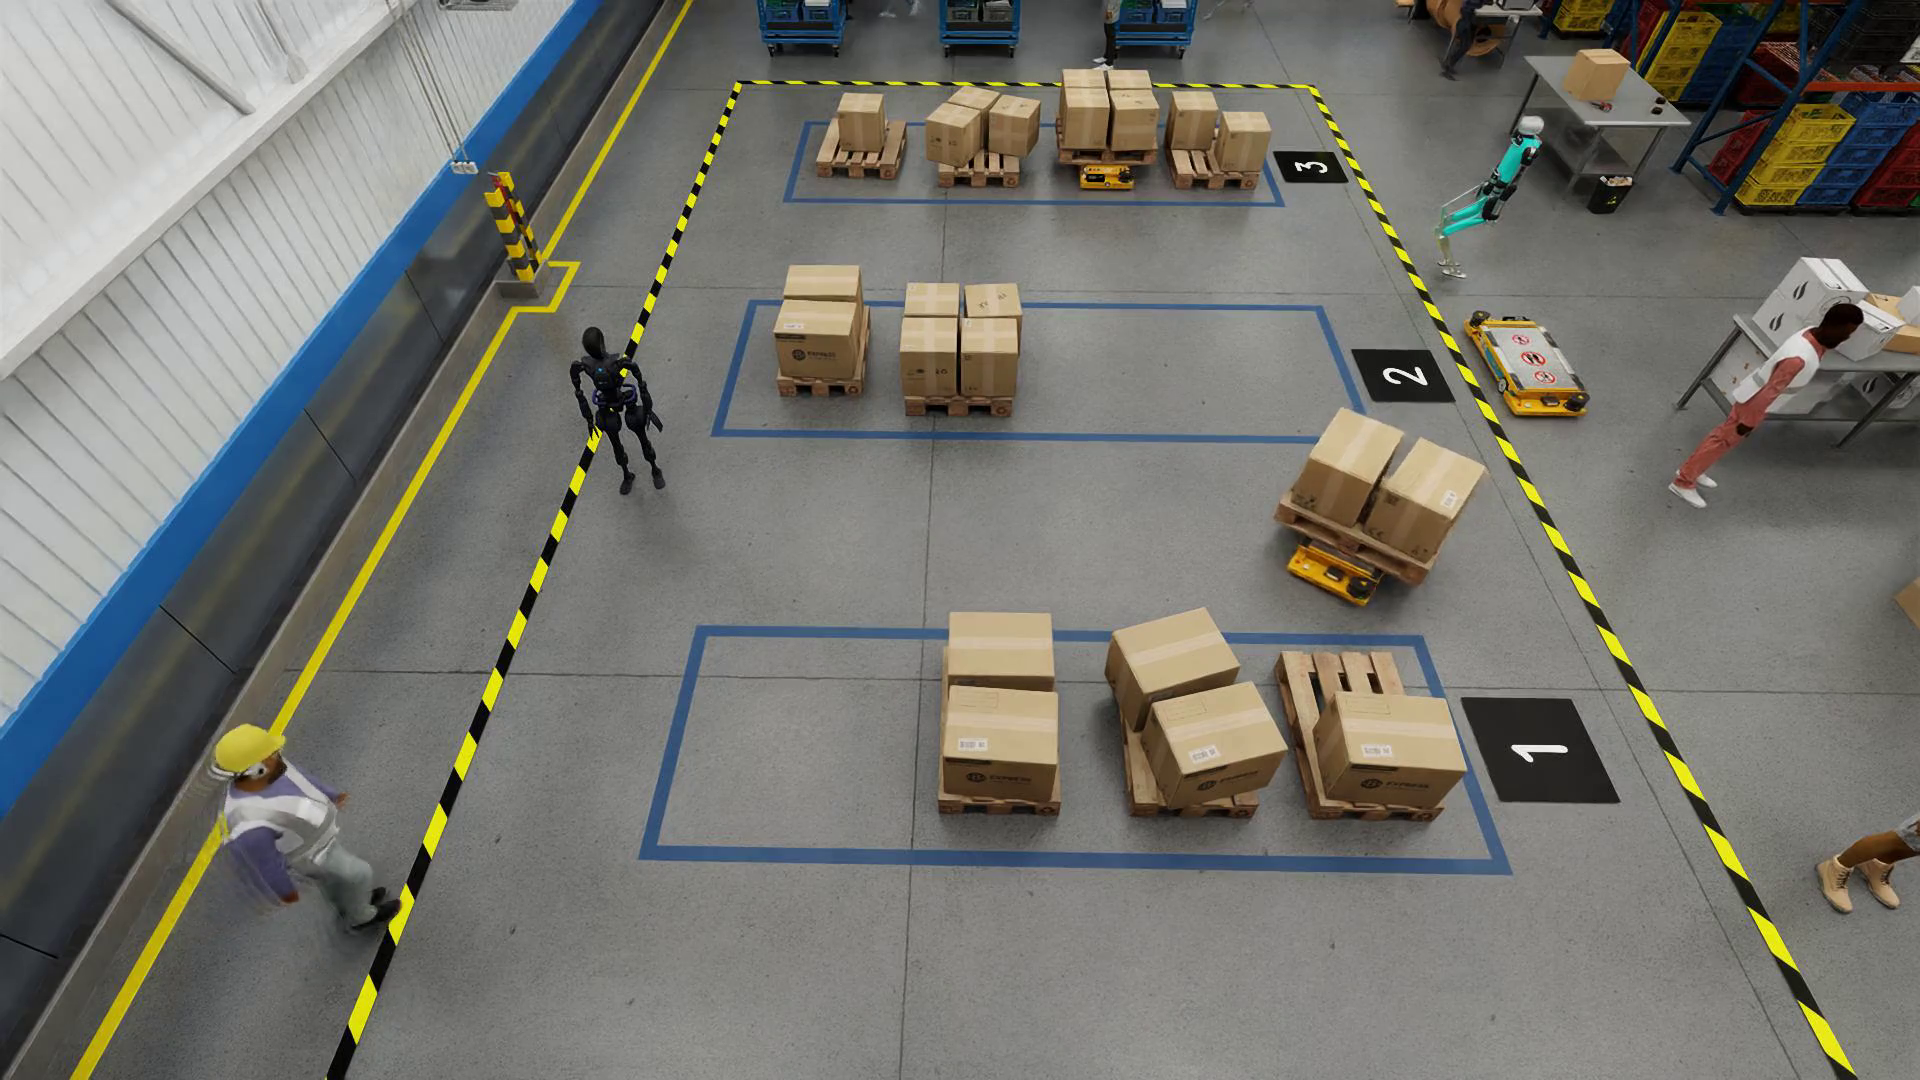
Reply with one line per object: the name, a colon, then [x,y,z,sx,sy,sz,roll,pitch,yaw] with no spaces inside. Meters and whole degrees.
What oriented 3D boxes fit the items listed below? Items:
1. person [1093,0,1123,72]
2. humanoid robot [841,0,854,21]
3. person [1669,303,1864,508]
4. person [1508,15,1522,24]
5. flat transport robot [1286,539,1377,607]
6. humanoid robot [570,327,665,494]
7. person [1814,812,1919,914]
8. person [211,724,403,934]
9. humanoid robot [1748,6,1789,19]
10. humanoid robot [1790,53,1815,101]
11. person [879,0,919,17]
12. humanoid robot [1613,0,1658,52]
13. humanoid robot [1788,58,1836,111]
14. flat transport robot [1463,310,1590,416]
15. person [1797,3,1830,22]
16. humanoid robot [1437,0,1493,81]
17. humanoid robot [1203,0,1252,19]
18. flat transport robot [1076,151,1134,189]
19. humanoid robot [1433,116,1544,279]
person: [2.147,-7.759,13.203,0.389,1.849,0.596,5,49,4]
humanoid robot: [-2.069,-9.085,14.477,0.633,1.636,0.598,-17,51,-14]
person: [6.447,-1.104,7.400,0.588,1.916,0.394,-36,58,-27]
person: [9.025,-9.132,14.384,0.516,1.864,0.331,-3,49,-2]
flat transport robot: [3.315,-0.107,7.608,0.652,0.197,1.431,28,55,22]
humanoid robot: [-2.773,-1.039,7.494,0.599,1.654,0.315,-8,50,-7]
person: [5.655,1.528,5.039,0.604,2.044,0.374,-2,49,-2]
person: [-3.634,1.644,5.104,0.529,1.787,0.615,-23,53,-19]
humanoid robot: [11.541,-7.604,13.185,0.806,1.834,0.532,0,49,0]
humanoid robot: [11.002,-6.009,11.798,0.316,1.654,0.599,23,53,19]
person: [-1.013,-9.218,14.547,0.589,1.724,0.484,2,49,2]
humanoid robot: [10.402,-8.159,13.684,0.696,1.632,0.608,1,49,1]
humanoid robot: [10.561,-5.613,11.451,0.350,1.653,0.608,19,52,16]
flat transport robot: [5.573,-1.757,9.054,0.659,0.231,1.431,1,49,1]
person: [12.471,-7.864,13.317,0.702,1.817,0.611,16,51,13]
humanoid robot: [7.333,-7.491,13.080,0.595,1.661,0.326,-27,54,-21]
humanoid robot: [4.495,-9.263,14.594,0.967,1.764,0.545,-7,49,-6]
flat transport robot: [1.845,-4.982,11.827,0.652,0.197,1.431,1,49,1]
humanoid robot: [5.367,-3.568,9.562,0.735,1.677,0.533,8,50,7]
